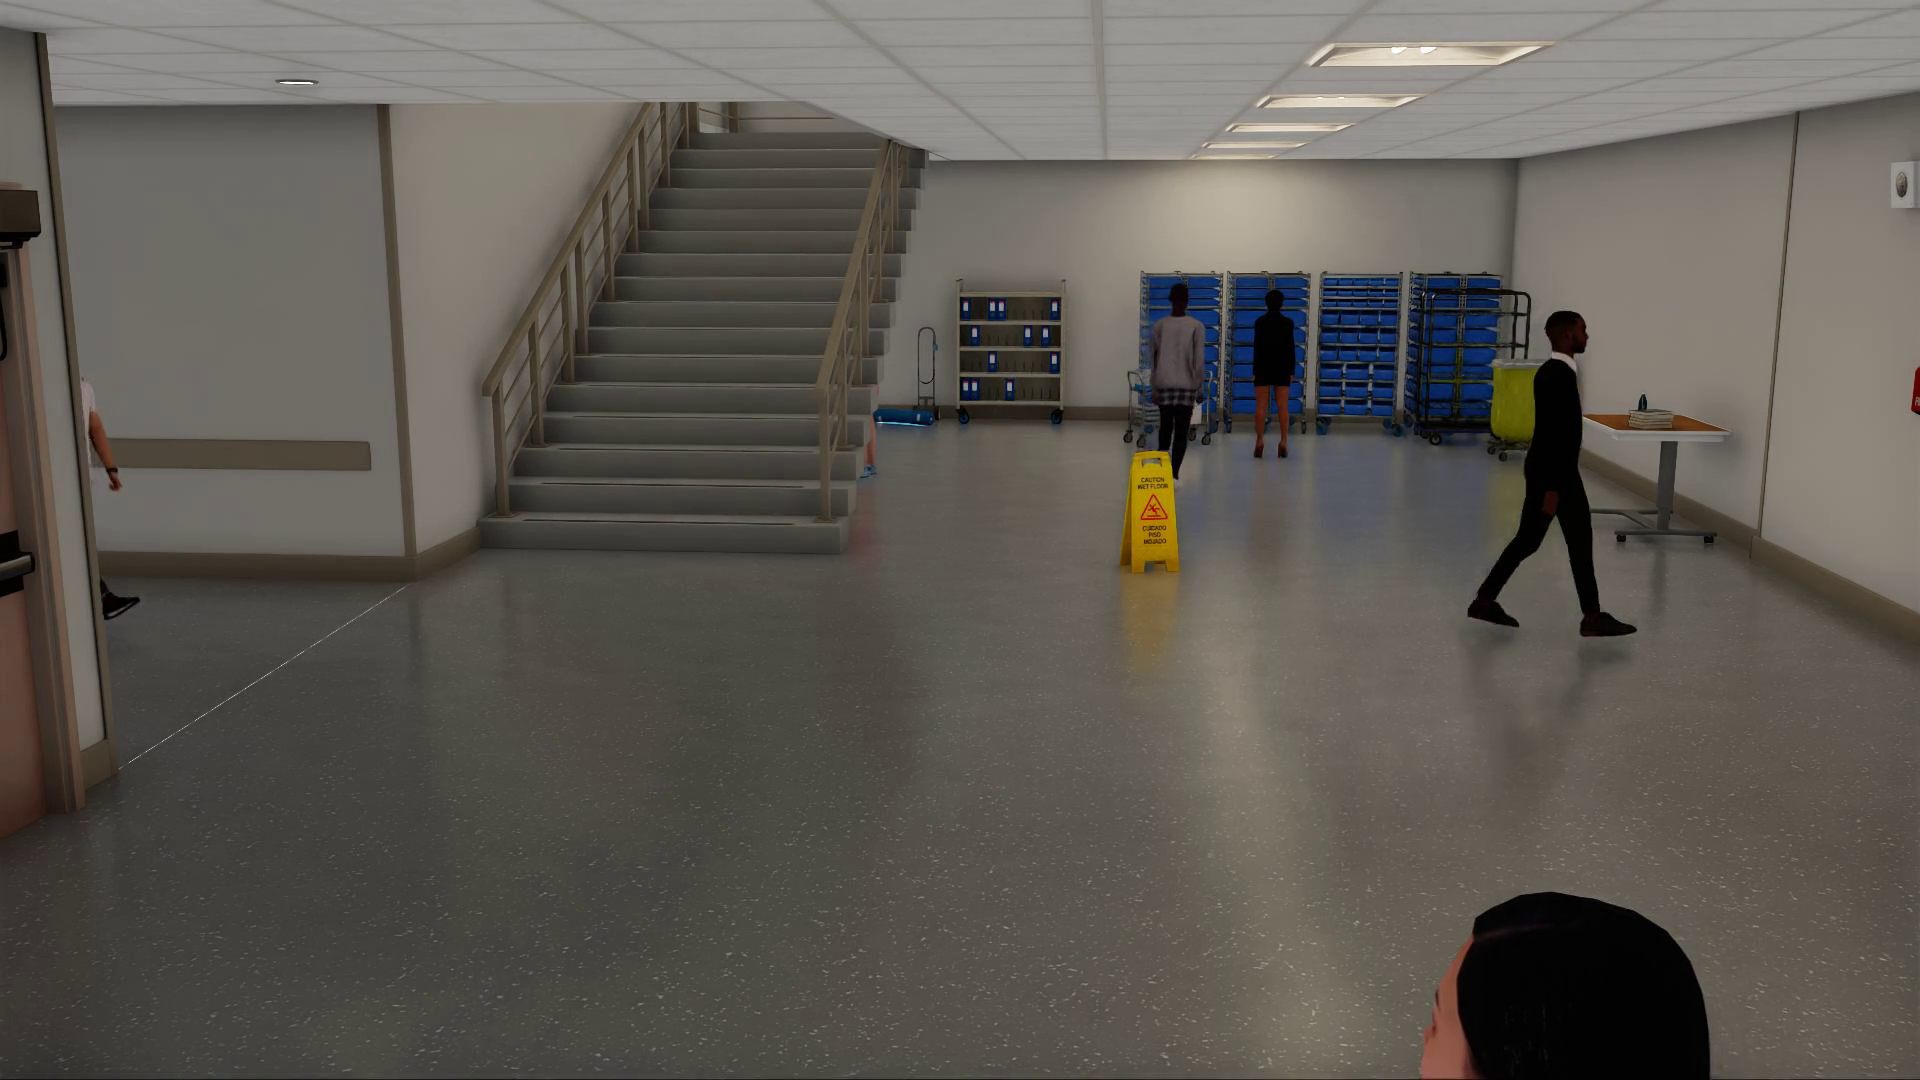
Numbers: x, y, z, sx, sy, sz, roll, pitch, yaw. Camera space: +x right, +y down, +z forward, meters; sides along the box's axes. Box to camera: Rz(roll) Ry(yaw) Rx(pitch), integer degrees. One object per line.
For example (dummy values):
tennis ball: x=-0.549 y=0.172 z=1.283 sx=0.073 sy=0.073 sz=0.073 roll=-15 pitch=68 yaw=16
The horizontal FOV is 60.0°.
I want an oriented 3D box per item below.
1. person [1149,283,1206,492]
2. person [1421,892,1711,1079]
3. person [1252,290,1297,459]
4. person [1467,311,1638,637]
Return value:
person: x=1.830 y=-1.292 z=14.192 sx=0.687 sy=1.762 sz=0.686 roll=4 pitch=12 yaw=21
person: x=0.458 y=1.134 z=1.377 sx=0.841 sy=1.773 sz=0.753 roll=6 pitch=12 yaw=30
person: x=3.060 y=-1.623 z=16.265 sx=0.574 sy=1.640 sz=0.622 roll=2 pitch=11 yaw=8
person: x=3.157 y=-0.335 z=9.126 sx=0.748 sy=1.770 sz=1.048 roll=1 pitch=11 yaw=8
